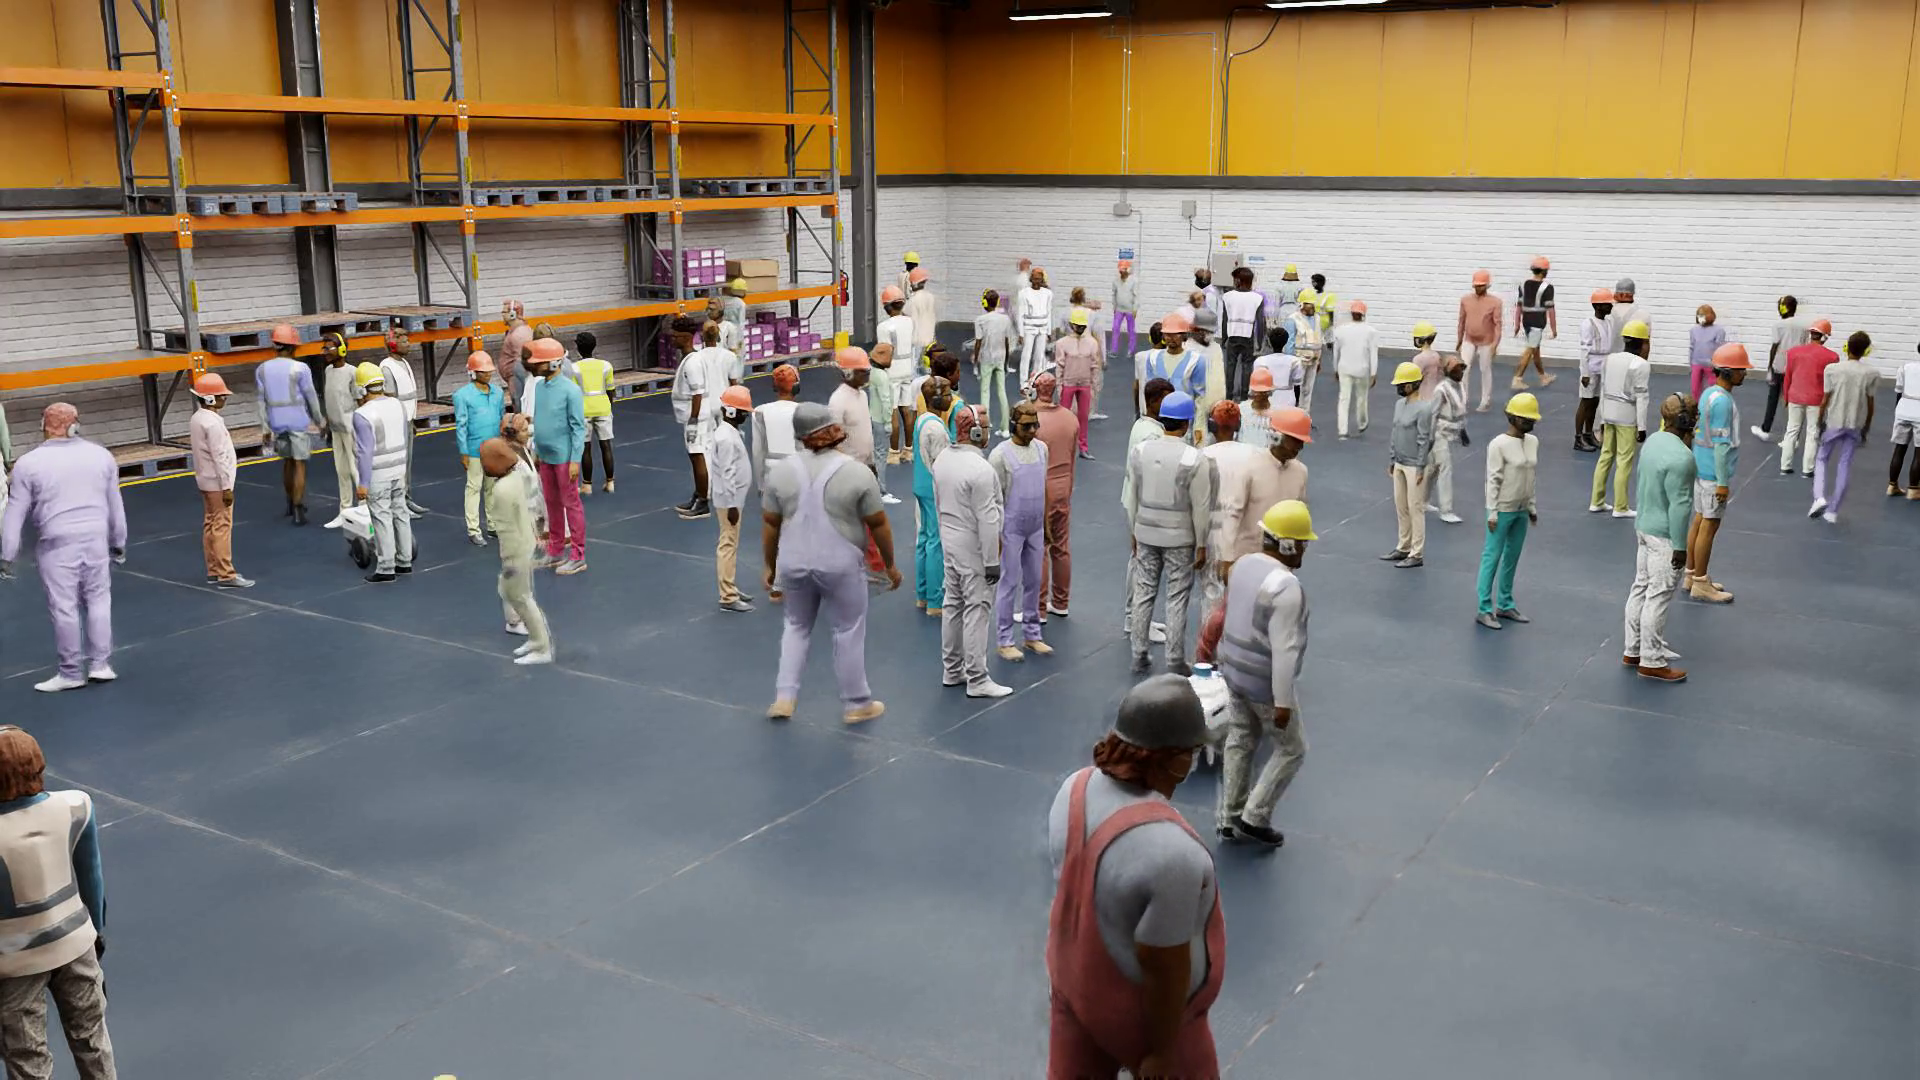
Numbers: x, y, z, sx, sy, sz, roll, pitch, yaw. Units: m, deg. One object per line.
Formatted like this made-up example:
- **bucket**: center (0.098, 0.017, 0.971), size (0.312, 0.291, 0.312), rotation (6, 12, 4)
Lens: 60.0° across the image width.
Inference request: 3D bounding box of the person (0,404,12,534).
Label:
- **person**: center (-8.546, -0.648, 14.499), size (0.511, 1.640, 0.308), rotation (-10, 16, -36)

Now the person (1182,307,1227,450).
- **person**: center (2.379, -1.425, 16.986), size (0.684, 2.000, 0.938), rotation (-10, 17, -38)

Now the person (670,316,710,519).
- **person**: center (-2.604, -1.189, 16.125), size (0.371, 1.966, 0.608), rotation (-3, 13, -11)

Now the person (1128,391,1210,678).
- **person**: center (1.403, -0.027, 11.153), size (0.610, 1.940, 0.413), rotation (9, 16, 35)

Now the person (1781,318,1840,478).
- **person**: center (9.302, -1.549, 18.193), size (0.352, 1.738, 0.574), rotation (-12, 18, -42)

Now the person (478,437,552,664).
- **person**: center (-3.034, 0.083, 11.385), size (0.429, 1.604, 0.499), rotation (-1, 13, -5)

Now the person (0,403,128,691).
- **person**: center (-5.892, 0.054, 10.928), size (0.423, 1.887, 0.801), rotation (10, 16, 37)

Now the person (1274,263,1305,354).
- **person**: center (5.414, -3.671, 27.379), size (0.492, 1.742, 0.321), rotation (2, 13, 11)

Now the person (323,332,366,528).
- **person**: center (-5.771, -1.013, 15.565), size (0.517, 1.877, 0.328), rotation (8, 15, 32)

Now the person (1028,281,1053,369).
- **person**: center (1.233, -3.356, 26.046), size (0.489, 1.726, 0.545), rotation (7, 15, 29)

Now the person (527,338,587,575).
- **person**: center (-3.392, -0.704, 13.972), size (0.611, 1.989, 0.386), rotation (11, 17, 40)

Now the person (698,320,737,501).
- **person**: center (-2.507, -1.310, 16.920), size (0.506, 1.846, 0.345), rotation (-4, 14, -18)

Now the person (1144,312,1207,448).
- **person**: center (1.995, -1.114, 15.621), size (0.611, 2.046, 0.385), rotation (8, 15, 30)

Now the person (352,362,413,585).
- **person**: center (-4.753, -0.543, 13.633), size (0.404, 1.826, 0.587), rotation (4, 14, 17)

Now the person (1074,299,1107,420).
- **person**: center (1.725, -2.366, 22.004), size (0.510, 1.632, 0.533), rotation (-7, 15, -29)

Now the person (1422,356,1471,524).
- **person**: center (4.687, -0.989, 16.078), size (0.678, 1.595, 0.550), rotation (10, 16, 37)

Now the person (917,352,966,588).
- **person**: center (-0.136, -0.568, 13.537), size (0.379, 1.918, 0.596), rotation (-9, 16, -36)

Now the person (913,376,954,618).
- **person**: center (-0.180, -0.329, 12.661), size (0.345, 1.847, 0.506), rotation (-4, 14, -18)

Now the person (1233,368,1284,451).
- **person**: center (2.491, -0.572, 13.923), size (0.563, 1.749, 0.334), rotation (2, 13, 8)

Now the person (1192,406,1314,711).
- **person**: center (1.877, 0.082, 10.680), size (0.695, 1.938, 0.953), rotation (-6, 14, -25)

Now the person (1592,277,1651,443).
- **person**: center (8.042, -2.191, 20.310), size (0.689, 2.000, 0.536), rotation (6, 14, 23)

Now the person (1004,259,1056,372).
- **person**: center (1.067, -3.636, 27.025), size (1.006, 1.840, 0.682), rotation (-4, 14, -16)

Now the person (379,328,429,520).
- **person**: center (-5.428, -1.126, 16.109), size (0.390, 1.850, 0.564), rotation (-1, 13, -4)

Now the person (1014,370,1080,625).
- **person**: center (0.603, -0.319, 12.482), size (0.400, 1.910, 0.643), rotation (12, 18, 43)

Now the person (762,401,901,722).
- **person**: center (-0.789, 0.134, 10.223), size (0.839, 2.000, 0.607), rotation (4, 13, 15)

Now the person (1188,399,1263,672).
- **person**: center (1.767, -0.009, 11.187), size (0.583, 1.882, 0.337), rotation (-6, 14, -24)

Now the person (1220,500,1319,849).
- **person**: center (1.539, 0.688, 8.325), size (0.447, 1.806, 0.632), rotation (-5, 14, -21)

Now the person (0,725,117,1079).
- **person**: center (-3.099, 1.407, 5.583), size (0.308, 1.641, 0.511), rotation (8, 15, 30)

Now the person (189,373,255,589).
- **person**: center (-6.028, -0.482, 13.526), size (0.329, 1.751, 0.572), rotation (-11, 17, -38)

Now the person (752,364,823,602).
- **person**: center (-1.336, -0.433, 13.024), size (0.573, 1.886, 0.353), rotation (4, 14, 17)

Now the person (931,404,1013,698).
- **person**: center (0.085, 0.070, 10.797), size (0.409, 1.909, 0.641), rotation (-8, 15, -30)

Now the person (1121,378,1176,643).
- **person**: center (1.357, -0.220, 12.035), size (0.373, 1.913, 0.596), rotation (0, 13, -2)

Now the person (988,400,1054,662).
- **person**: center (0.425, -0.065, 11.548), size (0.516, 1.835, 0.356), rotation (-10, 17, -38)

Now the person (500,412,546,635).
- **person**: center (-3.246, -0.127, 12.234), size (0.309, 1.639, 0.522), rotation (0, 13, -2)

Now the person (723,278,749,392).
- **person**: center (-3.387, -2.999, 24.531), size (0.507, 1.711, 0.630), rotation (10, 17, 38)

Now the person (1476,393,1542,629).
- **person**: center (4.114, -0.220, 12.376), size (0.538, 1.763, 0.331), rotation (-9, 16, -34)

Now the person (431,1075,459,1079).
- **person**: center (-0.909, 1.896, 3.231), size (0.544, 1.733, 0.500), rotation (-3, 13, -13)

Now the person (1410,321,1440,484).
- **person**: center (4.904, -1.439, 17.673), size (0.348, 1.756, 0.518), rotation (10, 17, 38)

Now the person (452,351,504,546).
- **person**: center (-4.302, -0.838, 15.066), size (0.327, 1.753, 0.562), rotation (8, 15, 32)

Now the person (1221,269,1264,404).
- **person**: center (3.990, -2.862, 23.520), size (0.602, 1.907, 0.405), rotation (5, 14, 20)
